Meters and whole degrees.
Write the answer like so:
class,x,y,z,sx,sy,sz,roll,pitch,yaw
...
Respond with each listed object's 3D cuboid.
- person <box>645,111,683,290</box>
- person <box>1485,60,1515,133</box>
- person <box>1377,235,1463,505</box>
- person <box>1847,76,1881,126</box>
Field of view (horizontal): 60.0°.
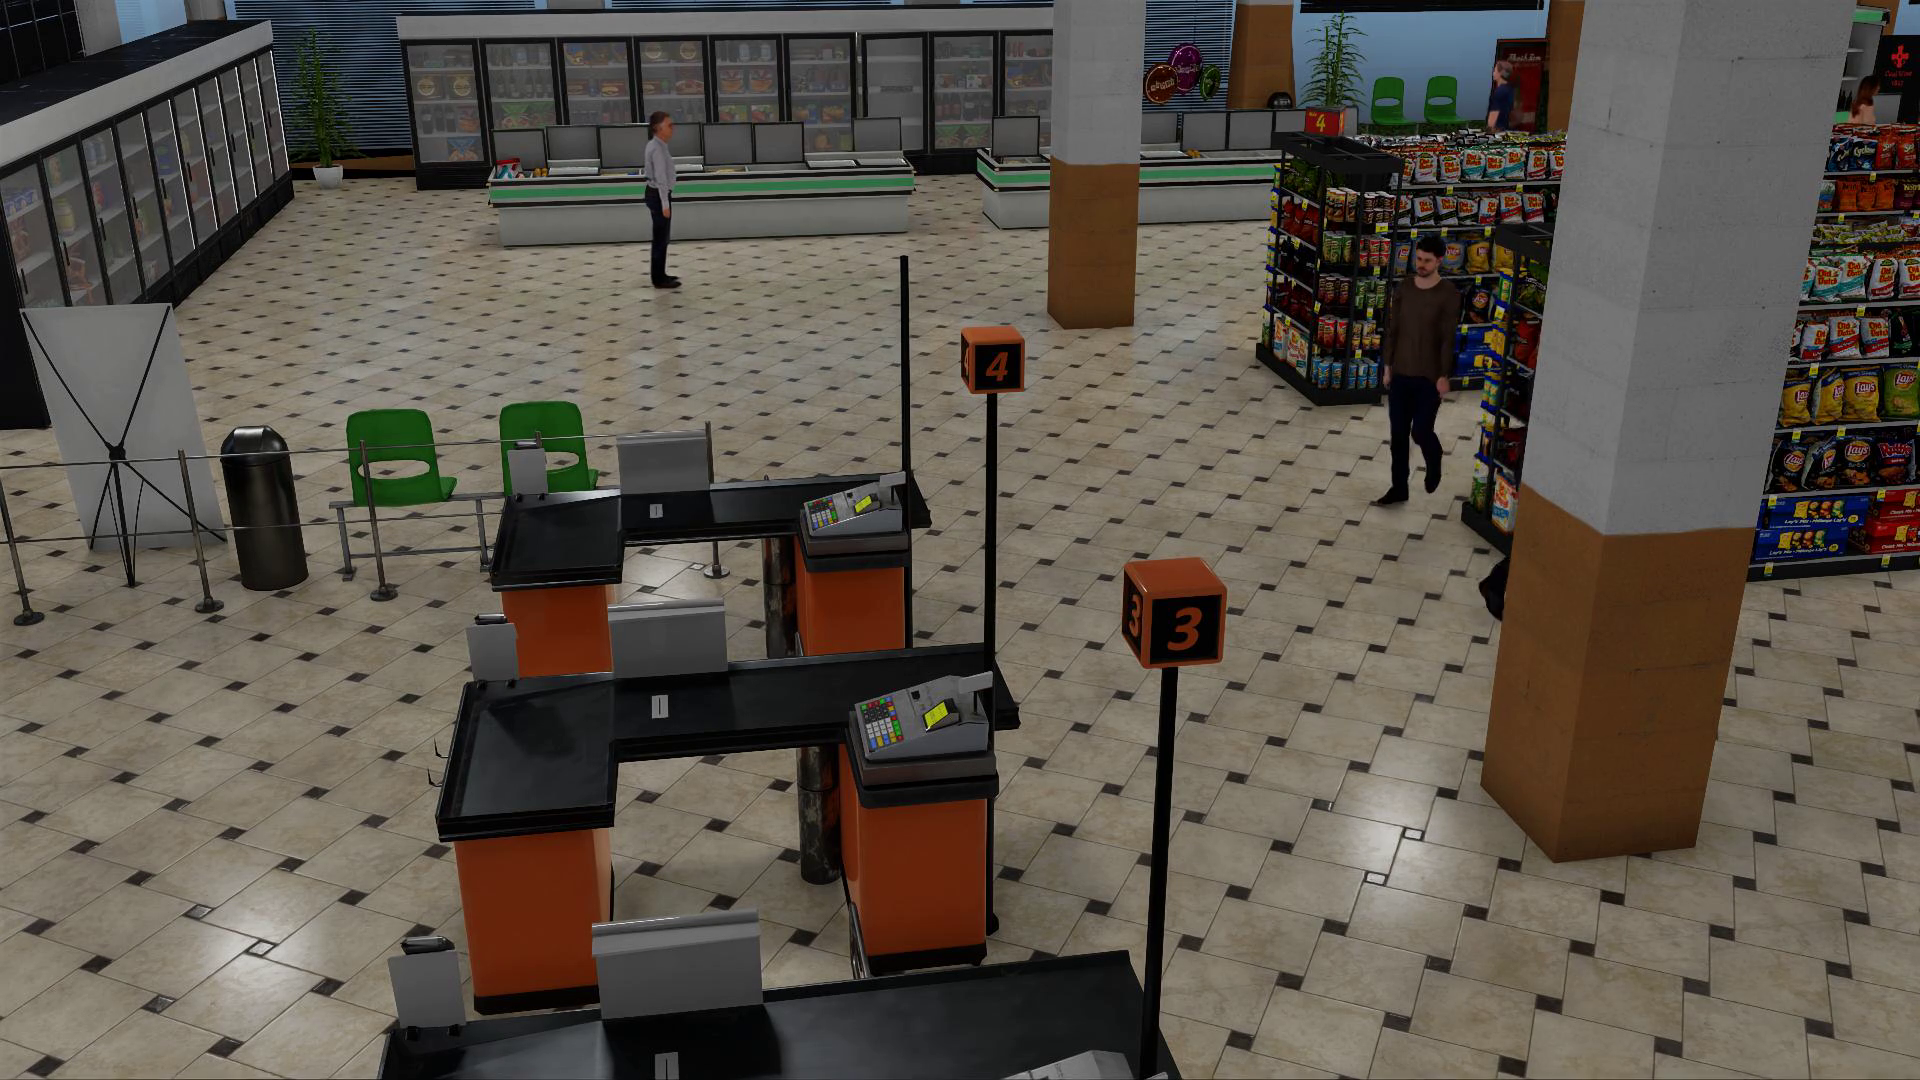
class,x,y,z,sx,sy,sz,roll,pitch,yaw
person,-3.133,-3.551,17.338,0.583,1.814,0.655,-5,23,-13
person,6.950,-5.169,21.300,0.892,1.863,0.837,13,25,29
person,3.155,-1.141,11.265,0.959,1.871,0.881,-19,29,-40
person,11.026,-4.802,20.483,0.592,1.792,0.635,1,22,3
